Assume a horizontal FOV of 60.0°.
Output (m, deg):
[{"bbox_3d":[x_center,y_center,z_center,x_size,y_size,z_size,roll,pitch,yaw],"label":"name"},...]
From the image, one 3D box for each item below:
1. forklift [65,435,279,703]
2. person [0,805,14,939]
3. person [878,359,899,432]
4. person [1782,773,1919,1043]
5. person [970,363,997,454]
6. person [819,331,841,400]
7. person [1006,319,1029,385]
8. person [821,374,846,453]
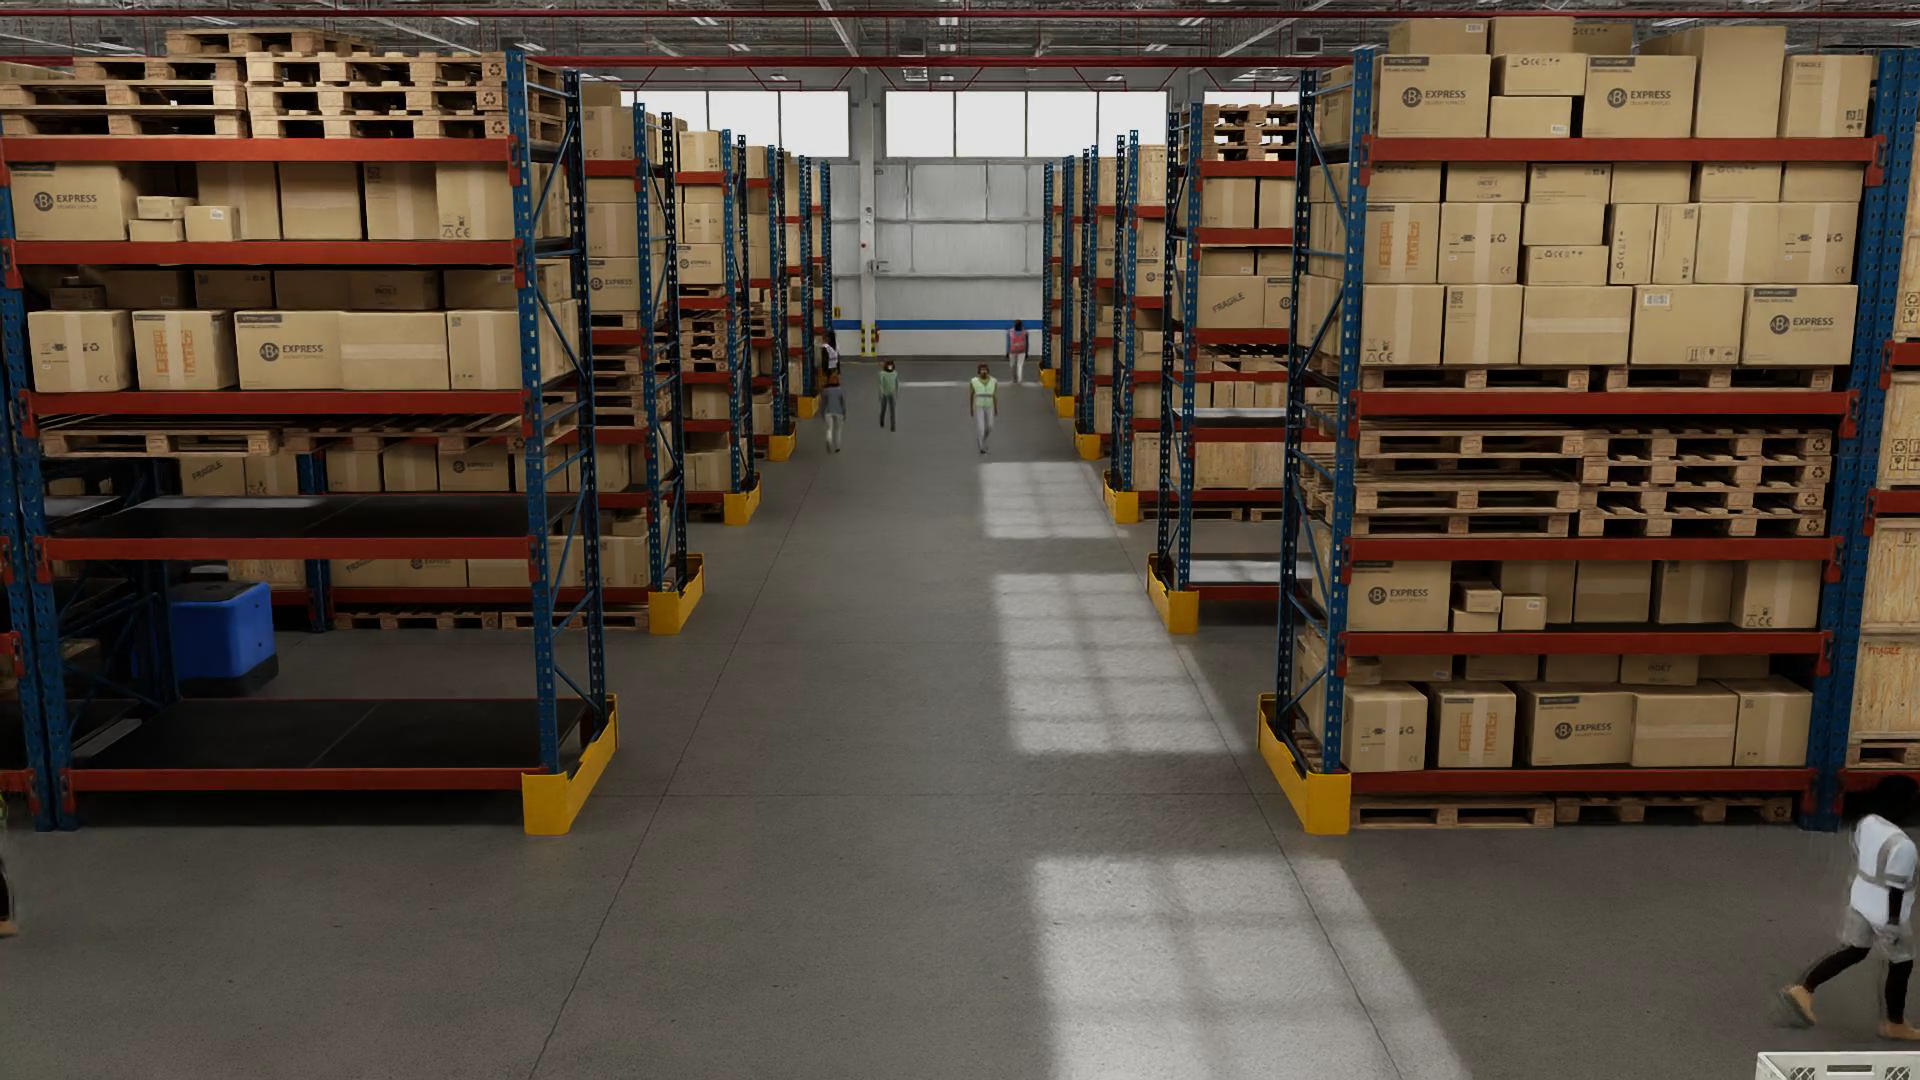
[{"bbox_3d":[-8.087,0.188,16.767,1.873,2.768,1.129,0,11,-1],"label":"forklift"},{"bbox_3d":[-6.704,1.917,11.176,0.516,1.680,0.543,-1,11,-5],"label":"person"},{"bbox_3d":[-1.601,-3.220,36.805,0.504,1.614,0.579,-4,12,-17],"label":"person"},{"bbox_3d":[5.411,2.182,9.905,0.758,1.673,0.537,1,11,3],"label":"person"},{"bbox_3d":[0.476,-2.657,33.483,0.588,1.827,0.444,-4,12,-18],"label":"person"},{"bbox_3d":[-3.213,-4.267,41.313,0.713,1.883,0.622,6,13,29],"label":"person"},{"bbox_3d":[1.608,-5.248,46.334,0.636,1.827,0.693,1,11,3],"label":"person"},{"bbox_3d":[-2.536,-2.530,33.395,0.498,1.613,0.559,0,11,2],"label":"person"}]
